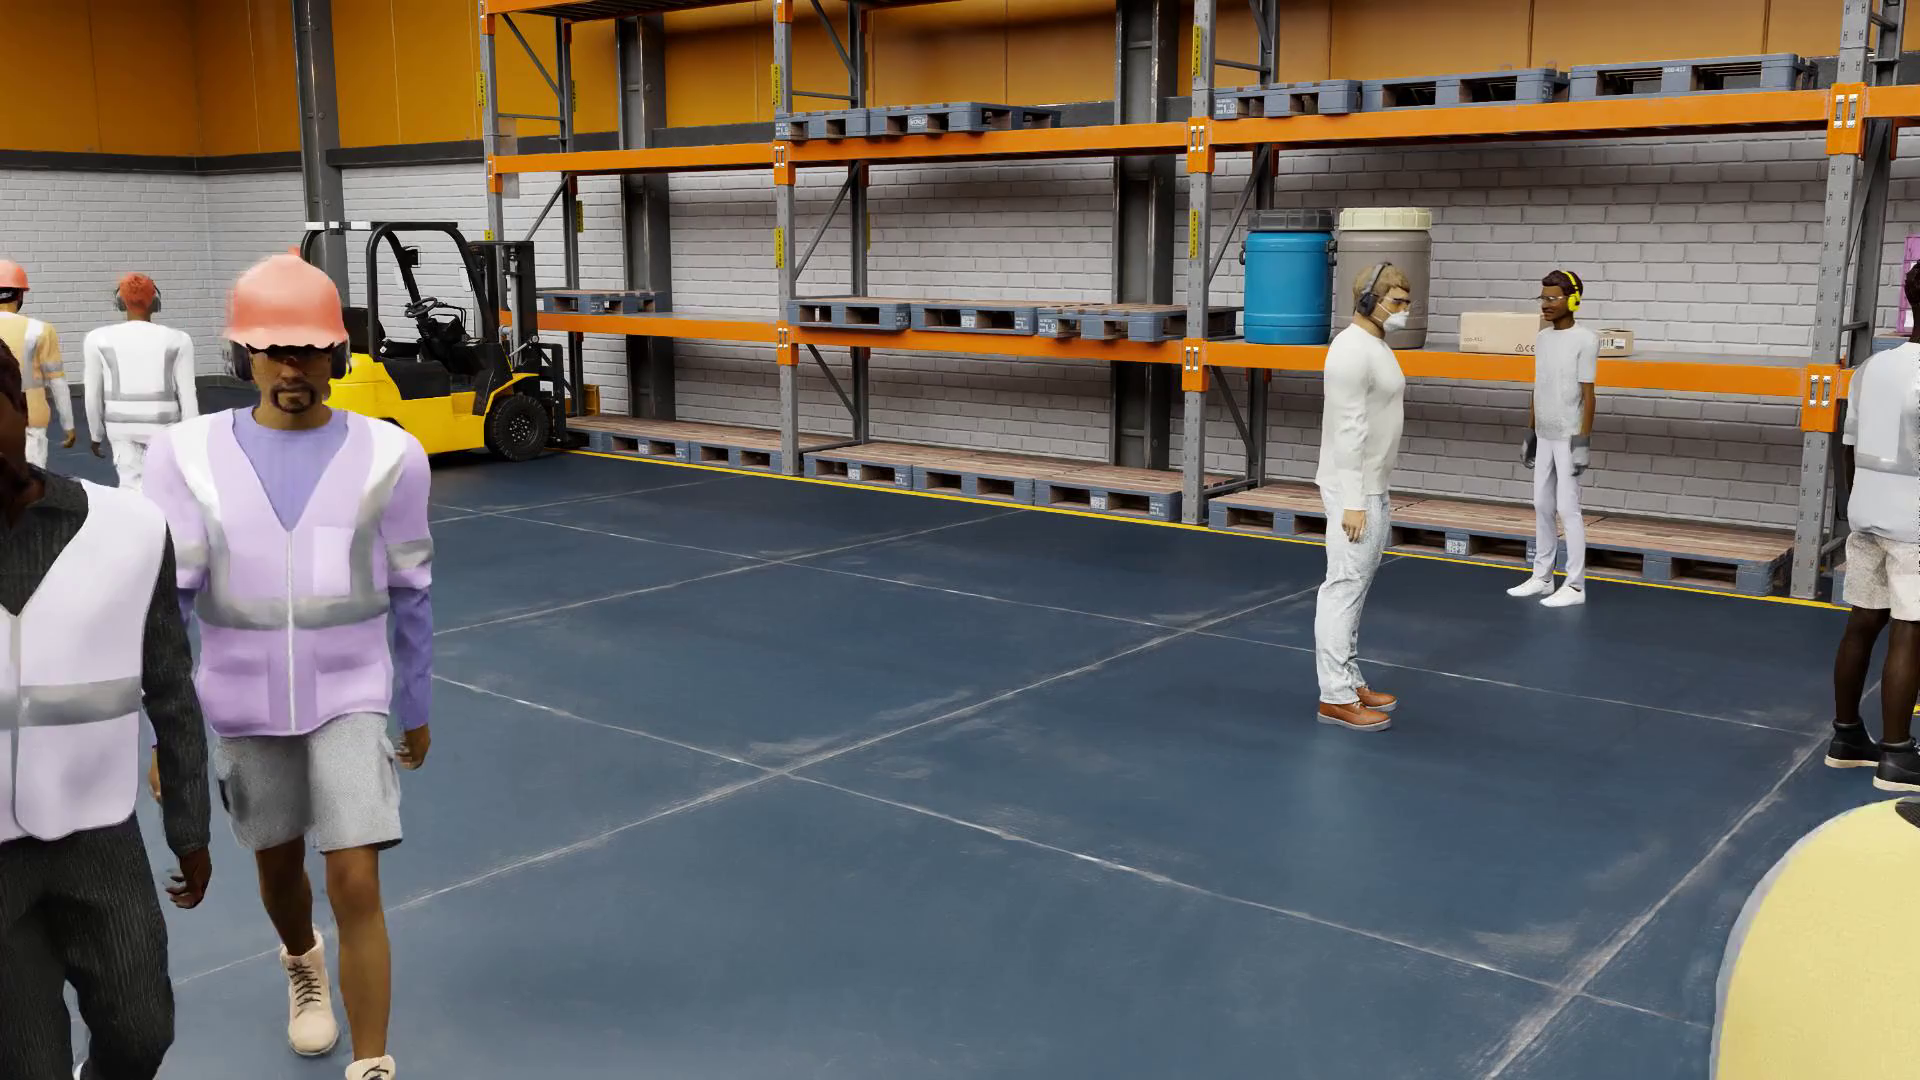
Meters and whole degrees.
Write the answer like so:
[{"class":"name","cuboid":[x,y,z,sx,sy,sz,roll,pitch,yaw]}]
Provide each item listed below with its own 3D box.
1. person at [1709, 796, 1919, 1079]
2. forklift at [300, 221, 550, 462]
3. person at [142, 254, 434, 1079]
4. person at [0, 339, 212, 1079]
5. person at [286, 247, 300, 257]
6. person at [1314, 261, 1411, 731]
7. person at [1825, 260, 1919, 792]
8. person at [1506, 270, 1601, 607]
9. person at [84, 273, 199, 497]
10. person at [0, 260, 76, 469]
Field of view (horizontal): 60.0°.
[{"class":"person","cuboid":[0.843,0.889,1.338,0.637,1.815,0.663,0,10,2]},{"class":"forklift","cuboid":[-4.922,-1.741,14.854,1.214,2.155,2.313,8,13,38]},{"class":"person","cuboid":[-1.509,0.356,3.818,0.614,2.000,1.015,-3,11,-18]},{"class":"person","cuboid":[-1.716,0.539,3.070,0.604,1.892,0.596,-8,13,-36]},{"class":"person","cuboid":[-6.731,-2.017,17.074,0.646,1.938,1.044,-1,10,-5]},{"class":"person","cuboid":[1.685,-0.188,6.972,0.370,1.934,0.627,4,11,22]},{"class":"person","cuboid":[3.510,-0.059,6.170,0.369,1.963,0.609,-1,10,-5]},{"class":"person","cuboid":[3.325,-0.561,9.257,0.318,1.860,0.512,-3,11,-18]},{"class":"person","cuboid":[-4.709,-0.613,9.609,0.578,1.832,0.989,-5,12,-28]},{"class":"person","cuboid":[-5.710,-0.740,10.131,0.581,1.891,0.955,-2,10,-13]}]
